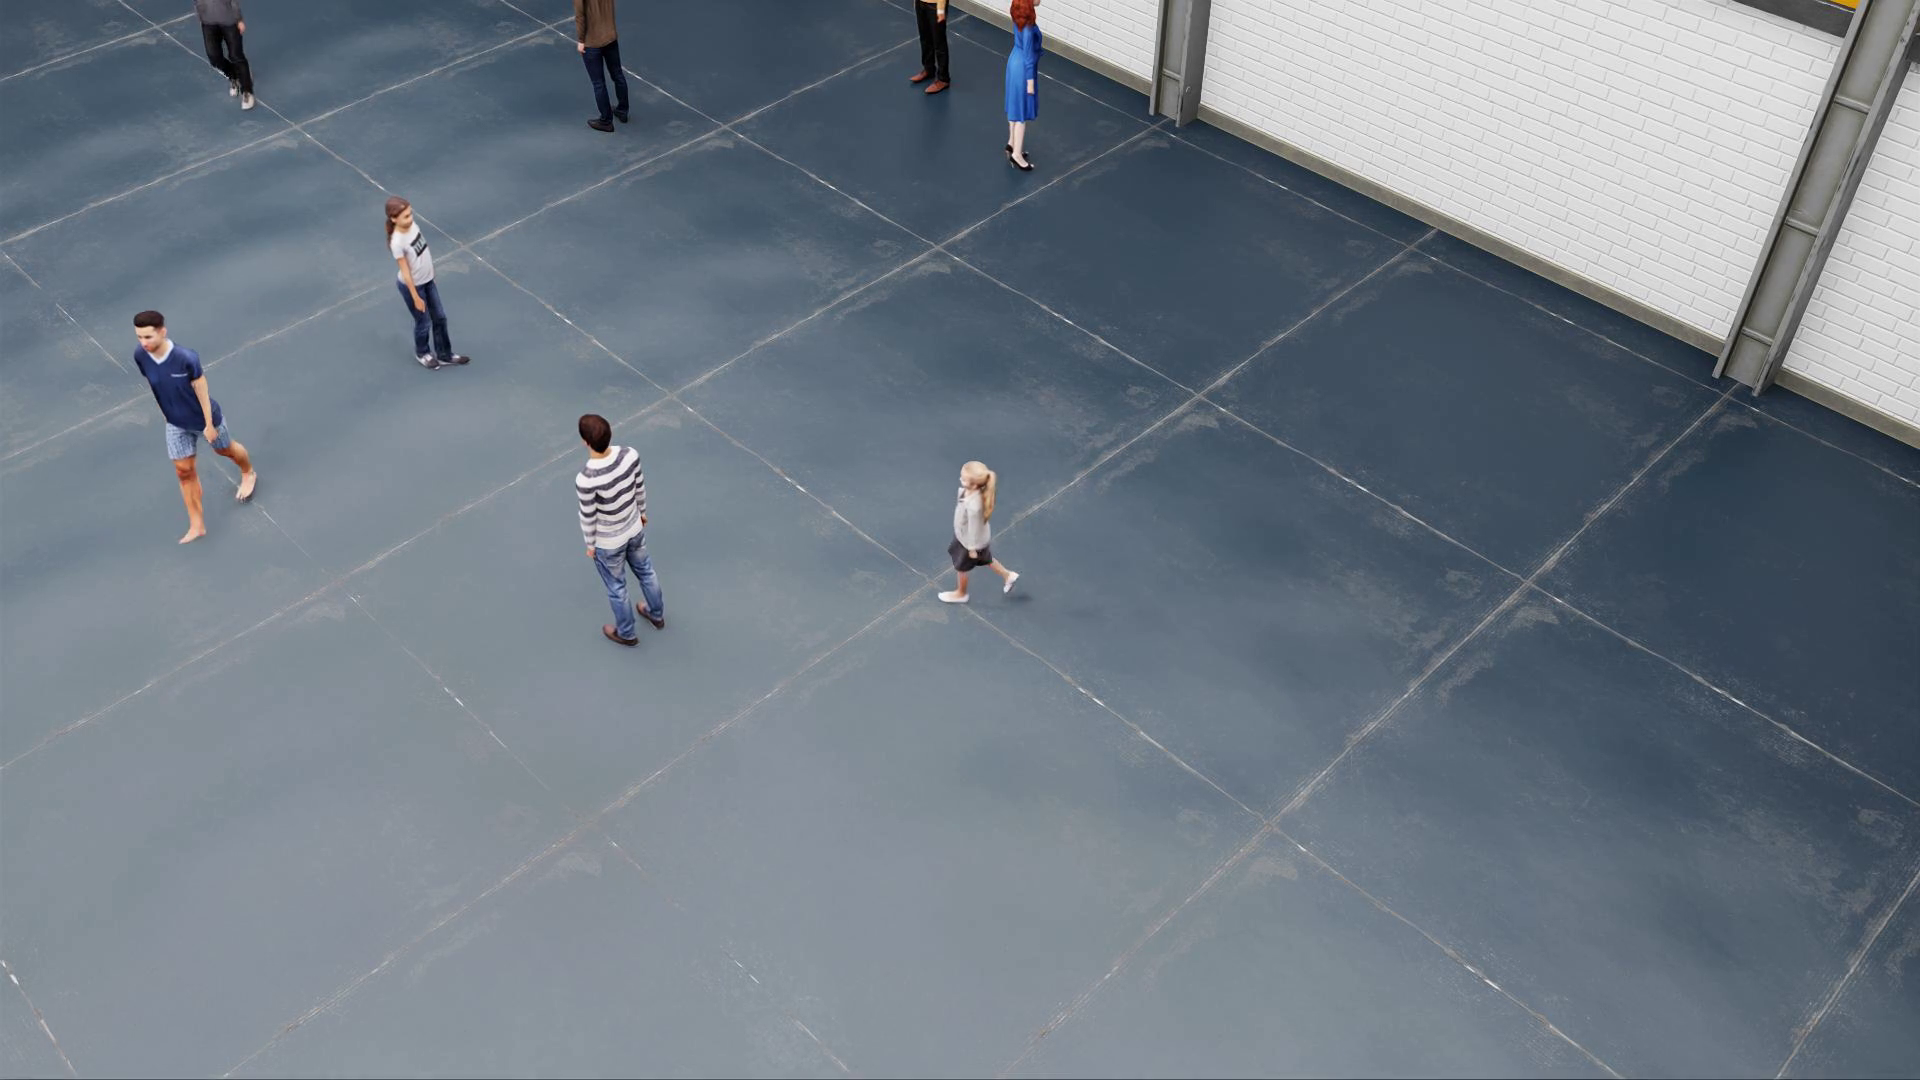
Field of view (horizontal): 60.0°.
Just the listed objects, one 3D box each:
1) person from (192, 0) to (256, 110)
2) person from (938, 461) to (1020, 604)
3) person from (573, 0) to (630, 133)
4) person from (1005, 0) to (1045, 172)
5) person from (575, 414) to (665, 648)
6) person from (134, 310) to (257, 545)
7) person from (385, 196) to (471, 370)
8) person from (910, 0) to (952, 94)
[{"bbox_3d":[-7.198,-5.104,16.233,0.779,1.752,0.836,-4,44,-5],"label":"person"},{"bbox_3d":[0.143,-0.043,11.276,0.856,1.262,0.742,7,44,7],"label":"person"},{"bbox_3d":[-3.437,-4.804,15.820,0.623,1.887,0.685,26,50,25],"label":"person"},{"bbox_3d":[0.575,-4.270,15.304,0.767,1.826,0.681,-7,44,-7],"label":"person"},{"bbox_3d":[-2.233,-0.061,10.871,0.541,1.847,0.650,31,52,29],"label":"person"},{"bbox_3d":[-5.404,-0.923,11.815,1.160,1.792,1.163,4,44,4],"label":"person"},{"bbox_3d":[-4.319,-2.035,13.154,0.807,1.555,0.735,11,45,12],"label":"person"},{"bbox_3d":[-0.275,-5.327,16.467,0.748,1.753,0.581,-26,50,-25],"label":"person"}]
